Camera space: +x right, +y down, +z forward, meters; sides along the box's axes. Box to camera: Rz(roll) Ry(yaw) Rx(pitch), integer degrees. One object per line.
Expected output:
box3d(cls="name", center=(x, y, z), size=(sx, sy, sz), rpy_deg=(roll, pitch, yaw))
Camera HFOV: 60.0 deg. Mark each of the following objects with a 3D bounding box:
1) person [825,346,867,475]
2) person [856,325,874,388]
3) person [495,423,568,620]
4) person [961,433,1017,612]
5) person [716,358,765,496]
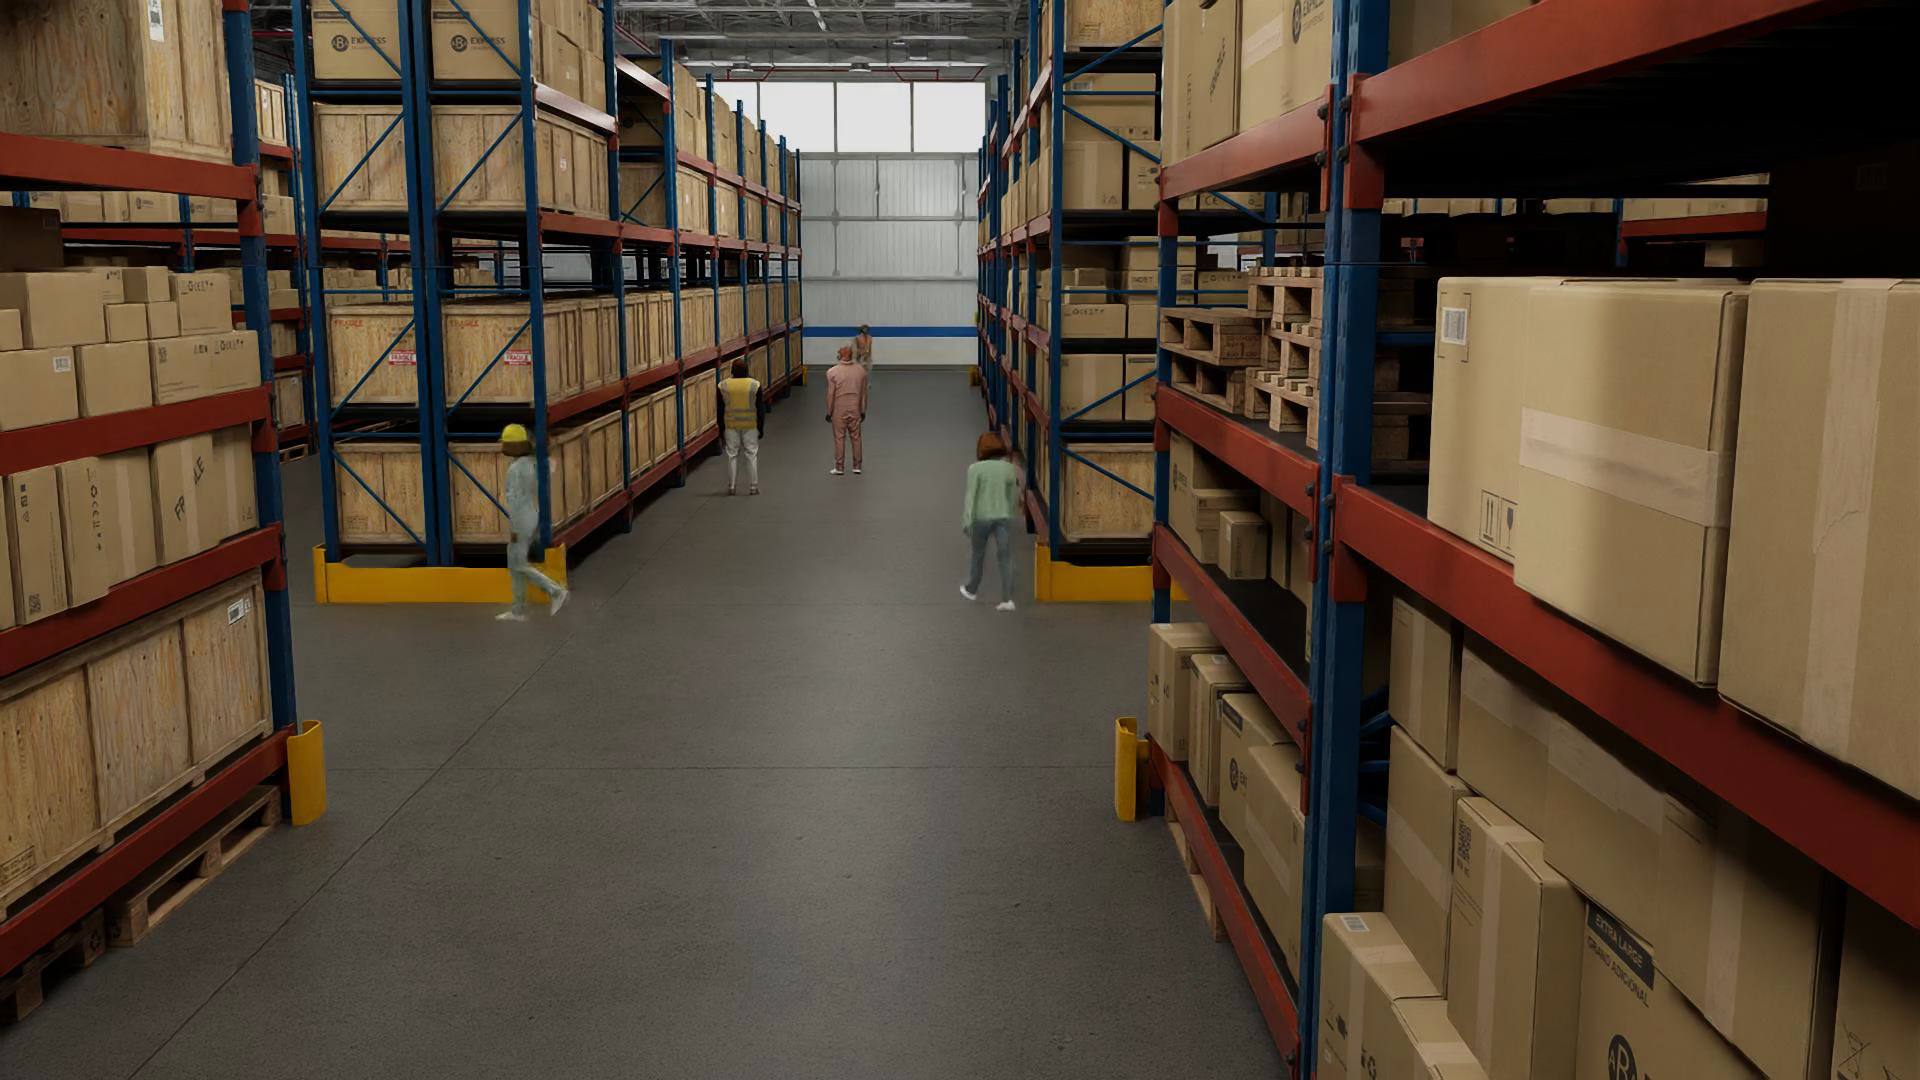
box3d(cls="person", center=(-1.692, -1.913, 24.566), size=(0.653, 1.906, 0.408), rpy_deg=(-5, 10, -26))
box3d(cls="person", center=(-2.410, -4.642, 42.176), size=(0.520, 1.623, 0.507), rpy_deg=(-6, 11, -35))
box3d(cls="person", center=(-3.709, -0.143, 14.263), size=(0.572, 1.725, 0.496), rpy_deg=(0, 9, -1))
box3d(cls="person", center=(0.257, -0.168, 14.878), size=(0.555, 1.568, 0.892), rpy_deg=(-4, 10, -22))
box3d(cls="person", center=(-2.933, -1.509, 22.280), size=(0.634, 1.843, 0.429), rpy_deg=(-1, 9, -5))
